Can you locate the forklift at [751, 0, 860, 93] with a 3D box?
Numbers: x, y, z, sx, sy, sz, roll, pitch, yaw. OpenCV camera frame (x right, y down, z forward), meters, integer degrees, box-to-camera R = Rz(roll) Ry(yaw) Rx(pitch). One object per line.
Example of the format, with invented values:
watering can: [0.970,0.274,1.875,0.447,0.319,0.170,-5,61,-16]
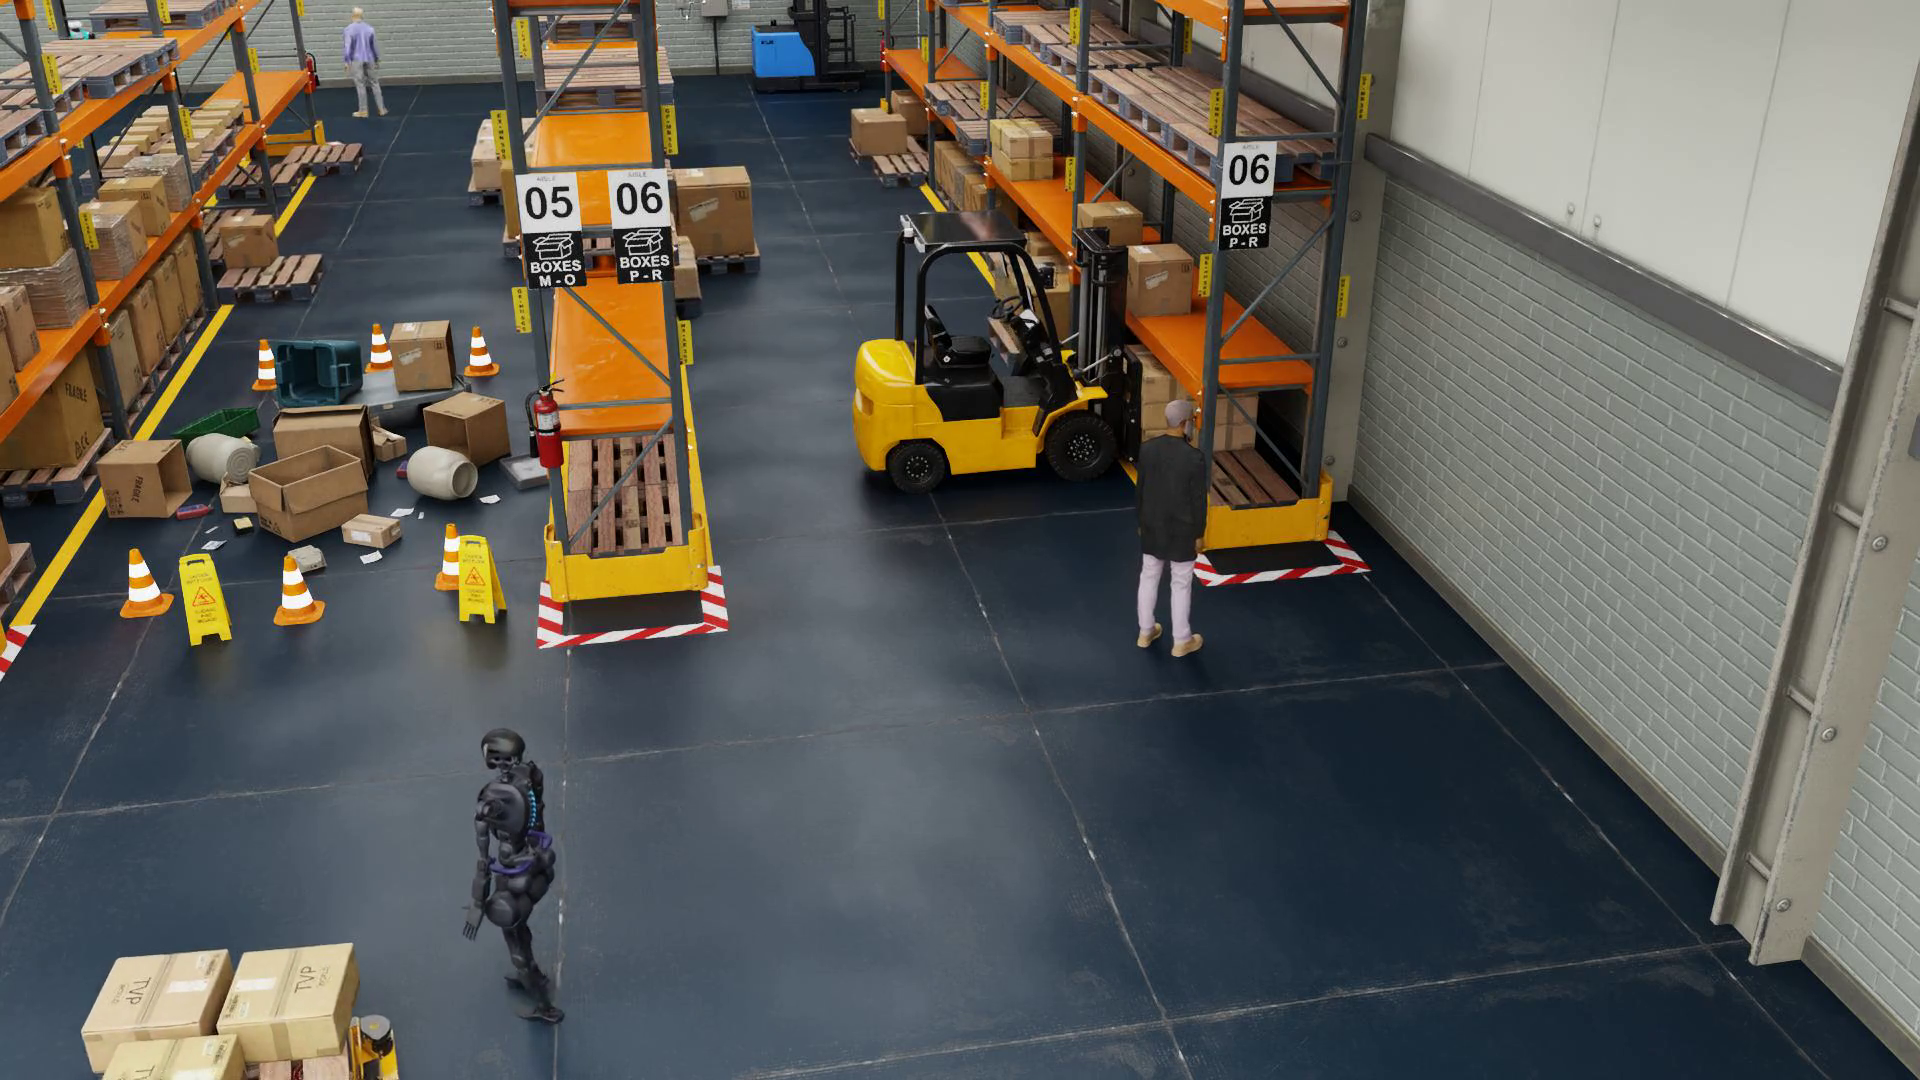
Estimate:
forklift: [-2.872,-9.679,30.288,1.873,2.768,1.129,-5,26,-10]

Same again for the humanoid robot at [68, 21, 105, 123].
humanoid robot: [-14.527,-7.708,27.488,0.551,1.728,1.027,-22,34,-38]

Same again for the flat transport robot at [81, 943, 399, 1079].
flat transport robot: [-3.332,2.634,7.644,1.431,0.231,0.659,-10,27,-19]

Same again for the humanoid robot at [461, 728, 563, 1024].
humanoid robot: [-2.208,1.644,8.084,0.413,1.651,0.601,8,27,16]

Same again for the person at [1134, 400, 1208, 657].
person: [1.444,-0.078,11.459,0.532,1.856,0.412,17,31,32]

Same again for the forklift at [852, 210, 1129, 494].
forklift: [0.216,-1.659,14.366,2.313,2.155,1.214,-5,26,-10]

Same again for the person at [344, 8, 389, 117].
person: [-10.118,-8.105,28.272,0.676,1.777,0.359,-20,32,-36]
